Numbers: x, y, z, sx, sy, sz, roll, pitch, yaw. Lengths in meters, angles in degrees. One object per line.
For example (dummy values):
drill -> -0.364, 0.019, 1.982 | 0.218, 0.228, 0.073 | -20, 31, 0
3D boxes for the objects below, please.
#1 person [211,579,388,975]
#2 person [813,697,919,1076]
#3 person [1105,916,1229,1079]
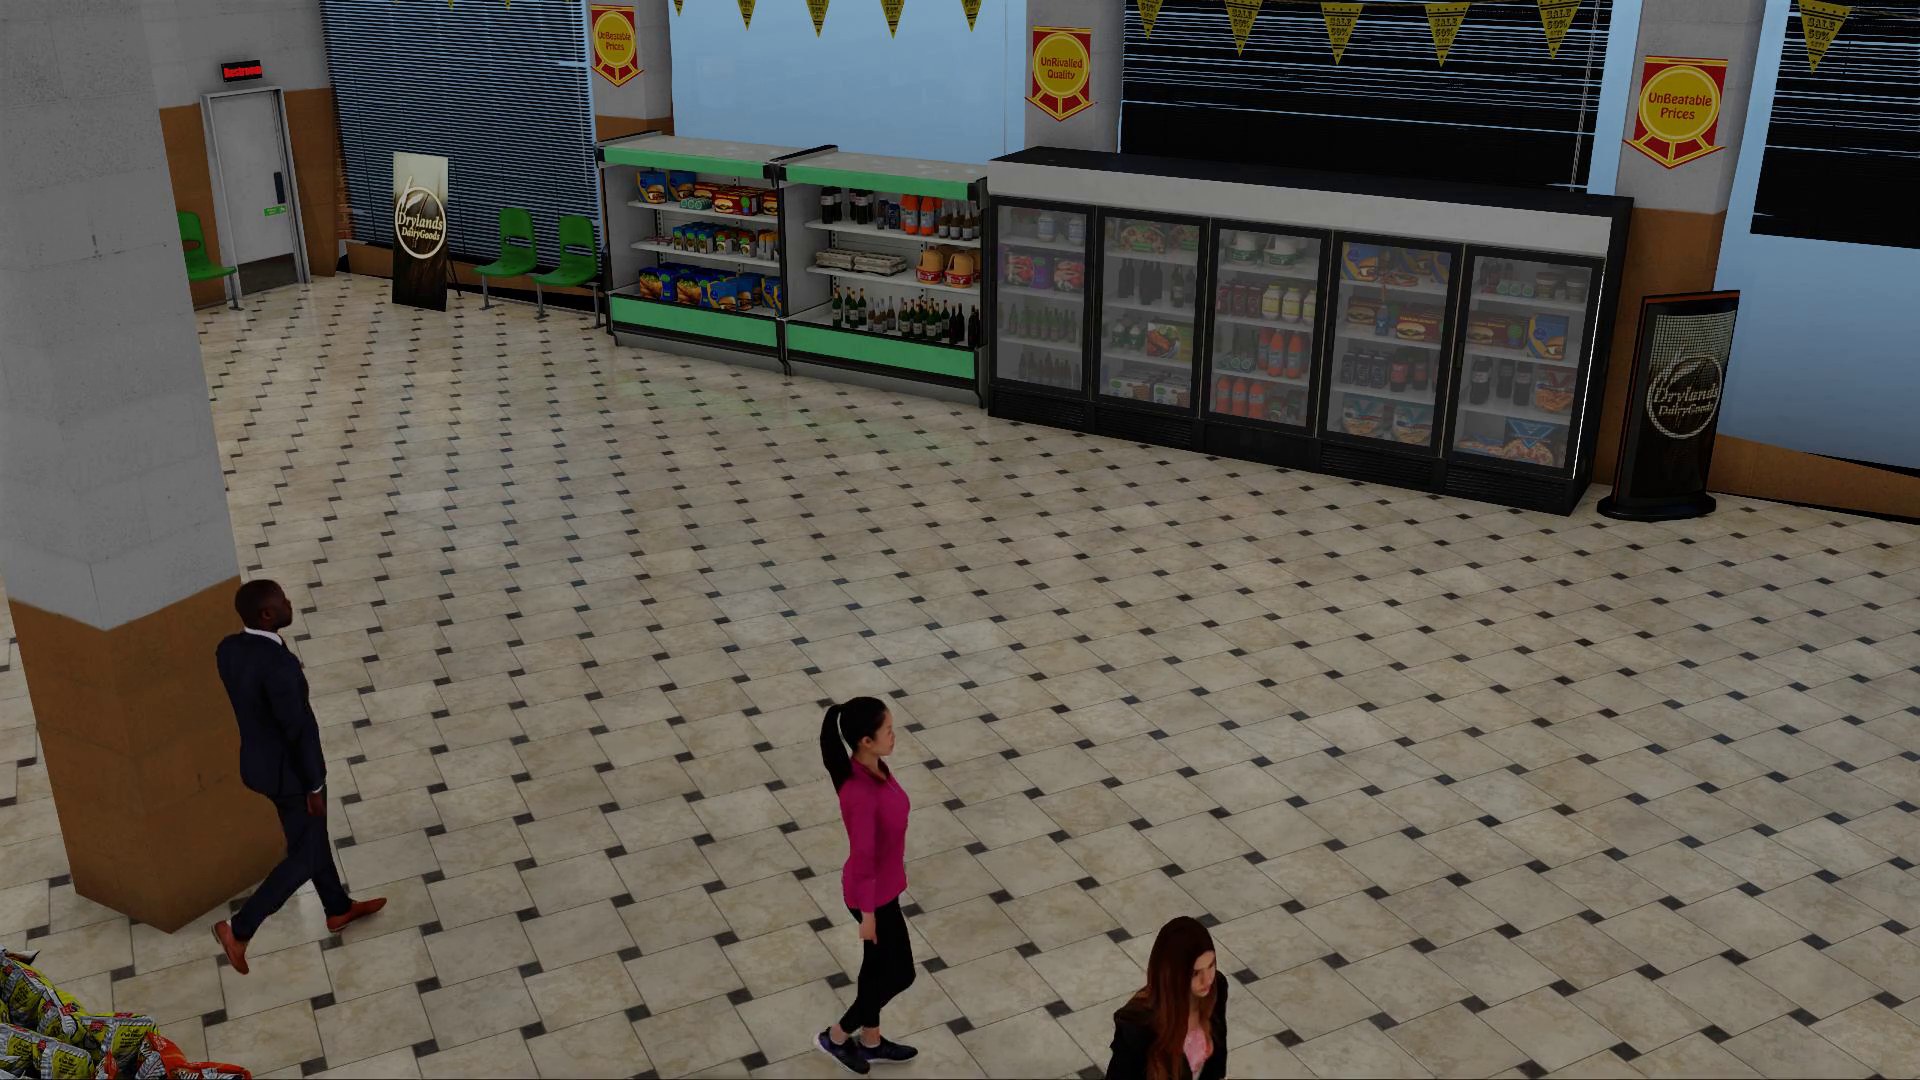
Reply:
person -> -3.017, 1.049, 7.286 | 1.072, 1.801, 0.944 | 20, 29, 40
person -> -0.424, 1.388, 6.590 | 0.792, 1.690, 0.734 | -1, 22, -2
person -> 0.591, 1.860, 5.426 | 0.809, 1.682, 1.020 | -19, 28, -38
